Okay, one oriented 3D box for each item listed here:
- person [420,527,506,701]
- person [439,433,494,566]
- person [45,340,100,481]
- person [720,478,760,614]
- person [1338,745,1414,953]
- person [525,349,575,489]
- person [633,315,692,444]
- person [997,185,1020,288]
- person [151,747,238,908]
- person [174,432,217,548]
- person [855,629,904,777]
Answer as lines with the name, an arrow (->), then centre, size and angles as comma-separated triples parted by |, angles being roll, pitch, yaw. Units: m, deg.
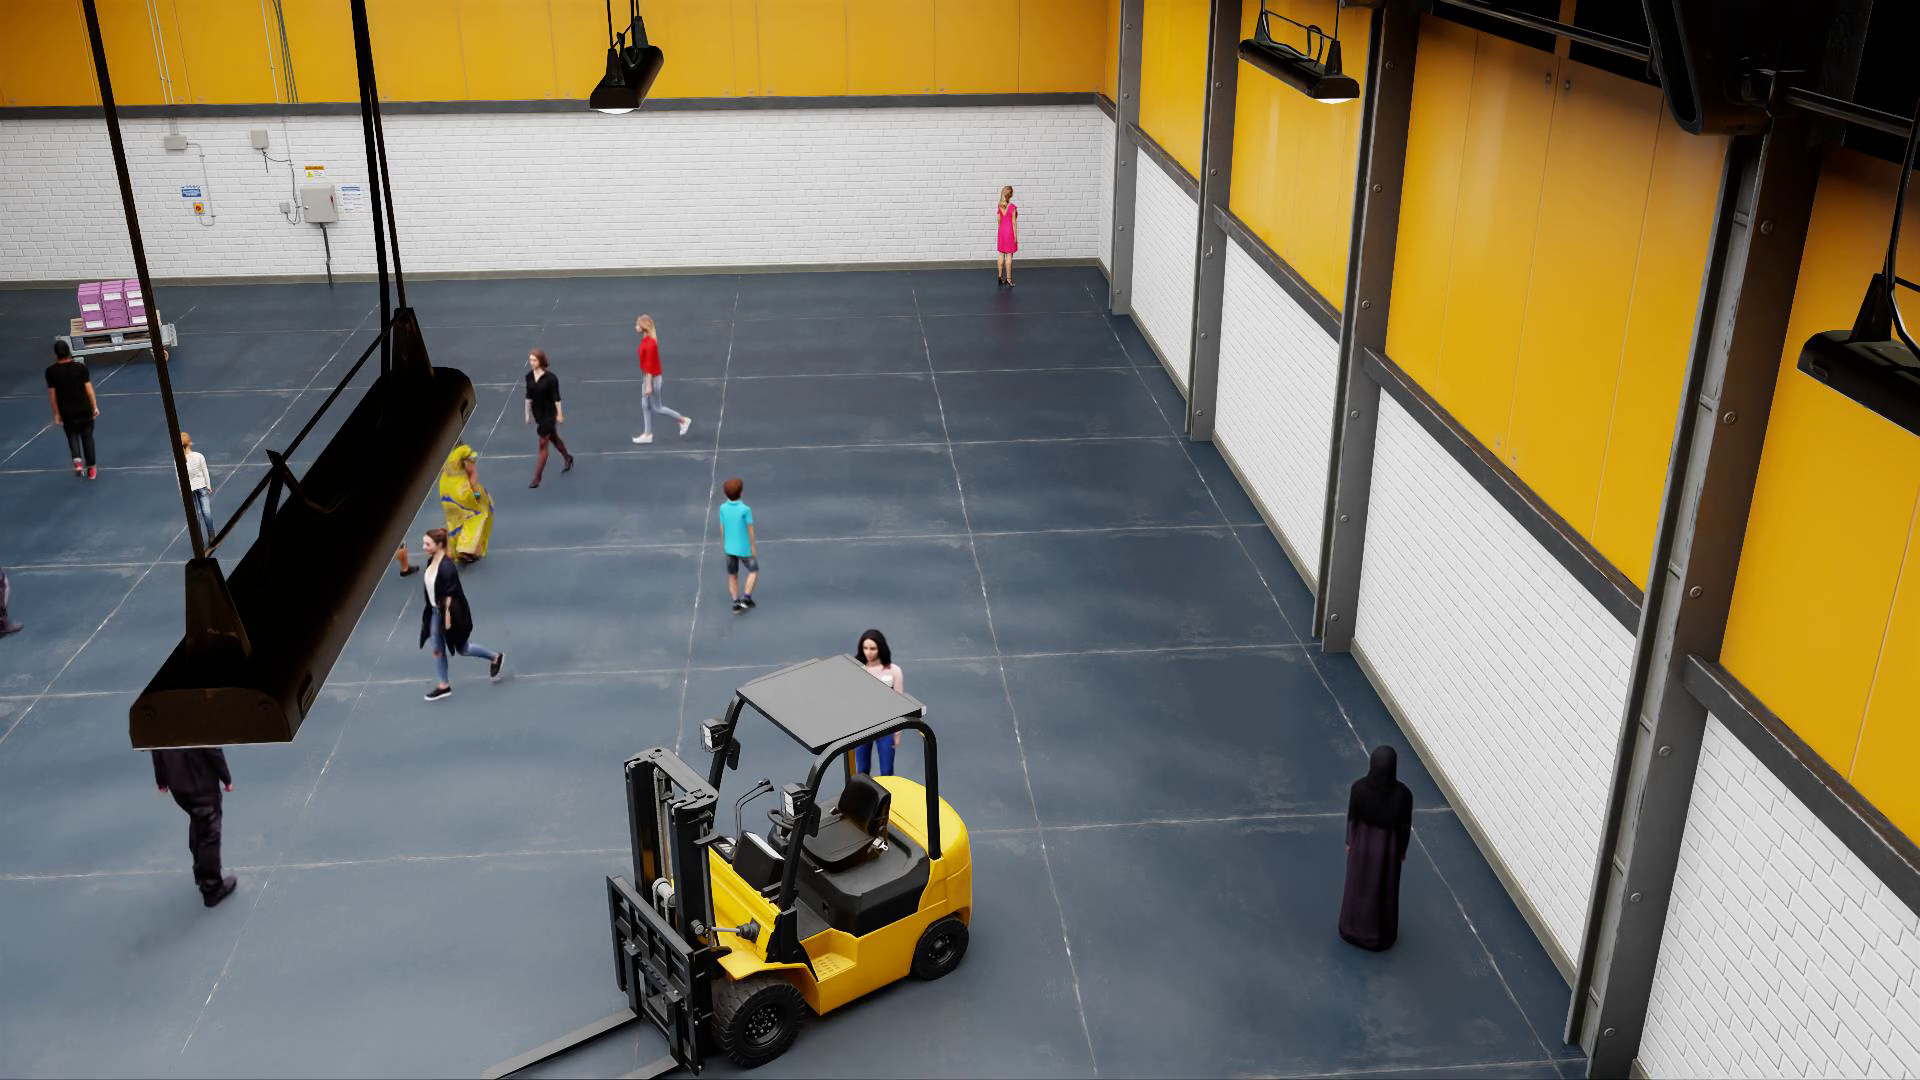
person -> -4.583, 0.656, 15.172 | 1.058, 1.662, 1.046 | -21, 31, -39
person -> -5.370, -0.463, 17.749 | 0.900, 1.649, 0.996 | 9, 25, 19
person -> -10.680, -1.537, 20.082 | 0.733, 1.747, 0.799 | -9, 25, -21
person -> -2.264, 0.079, 16.762 | 0.619, 1.445, 0.630 | 8, 25, 18
person -> 2.948, 2.158, 11.796 | 0.684, 1.614, 0.706 | 8, 25, 17
person -> -4.965, -1.488, 20.140 | 0.951, 1.611, 1.163 | 9, 25, 21
person -> -3.868, -2.042, 21.313 | 0.798, 1.687, 0.974 | -6, 24, -14
person -> 0.799, -5.233, 28.562 | 0.727, 1.728, 0.654 | -21, 31, -40
person -> -5.655, 1.842, 12.168 | 0.808, 1.894, 0.814 | 6, 24, 14
person -> -8.461, -0.555, 18.378 | 0.532, 1.313, 0.544 | -11, 26, -24
person -> -0.671, 1.494, 13.120 | 0.710, 1.769, 0.661 | 6, 24, 13
